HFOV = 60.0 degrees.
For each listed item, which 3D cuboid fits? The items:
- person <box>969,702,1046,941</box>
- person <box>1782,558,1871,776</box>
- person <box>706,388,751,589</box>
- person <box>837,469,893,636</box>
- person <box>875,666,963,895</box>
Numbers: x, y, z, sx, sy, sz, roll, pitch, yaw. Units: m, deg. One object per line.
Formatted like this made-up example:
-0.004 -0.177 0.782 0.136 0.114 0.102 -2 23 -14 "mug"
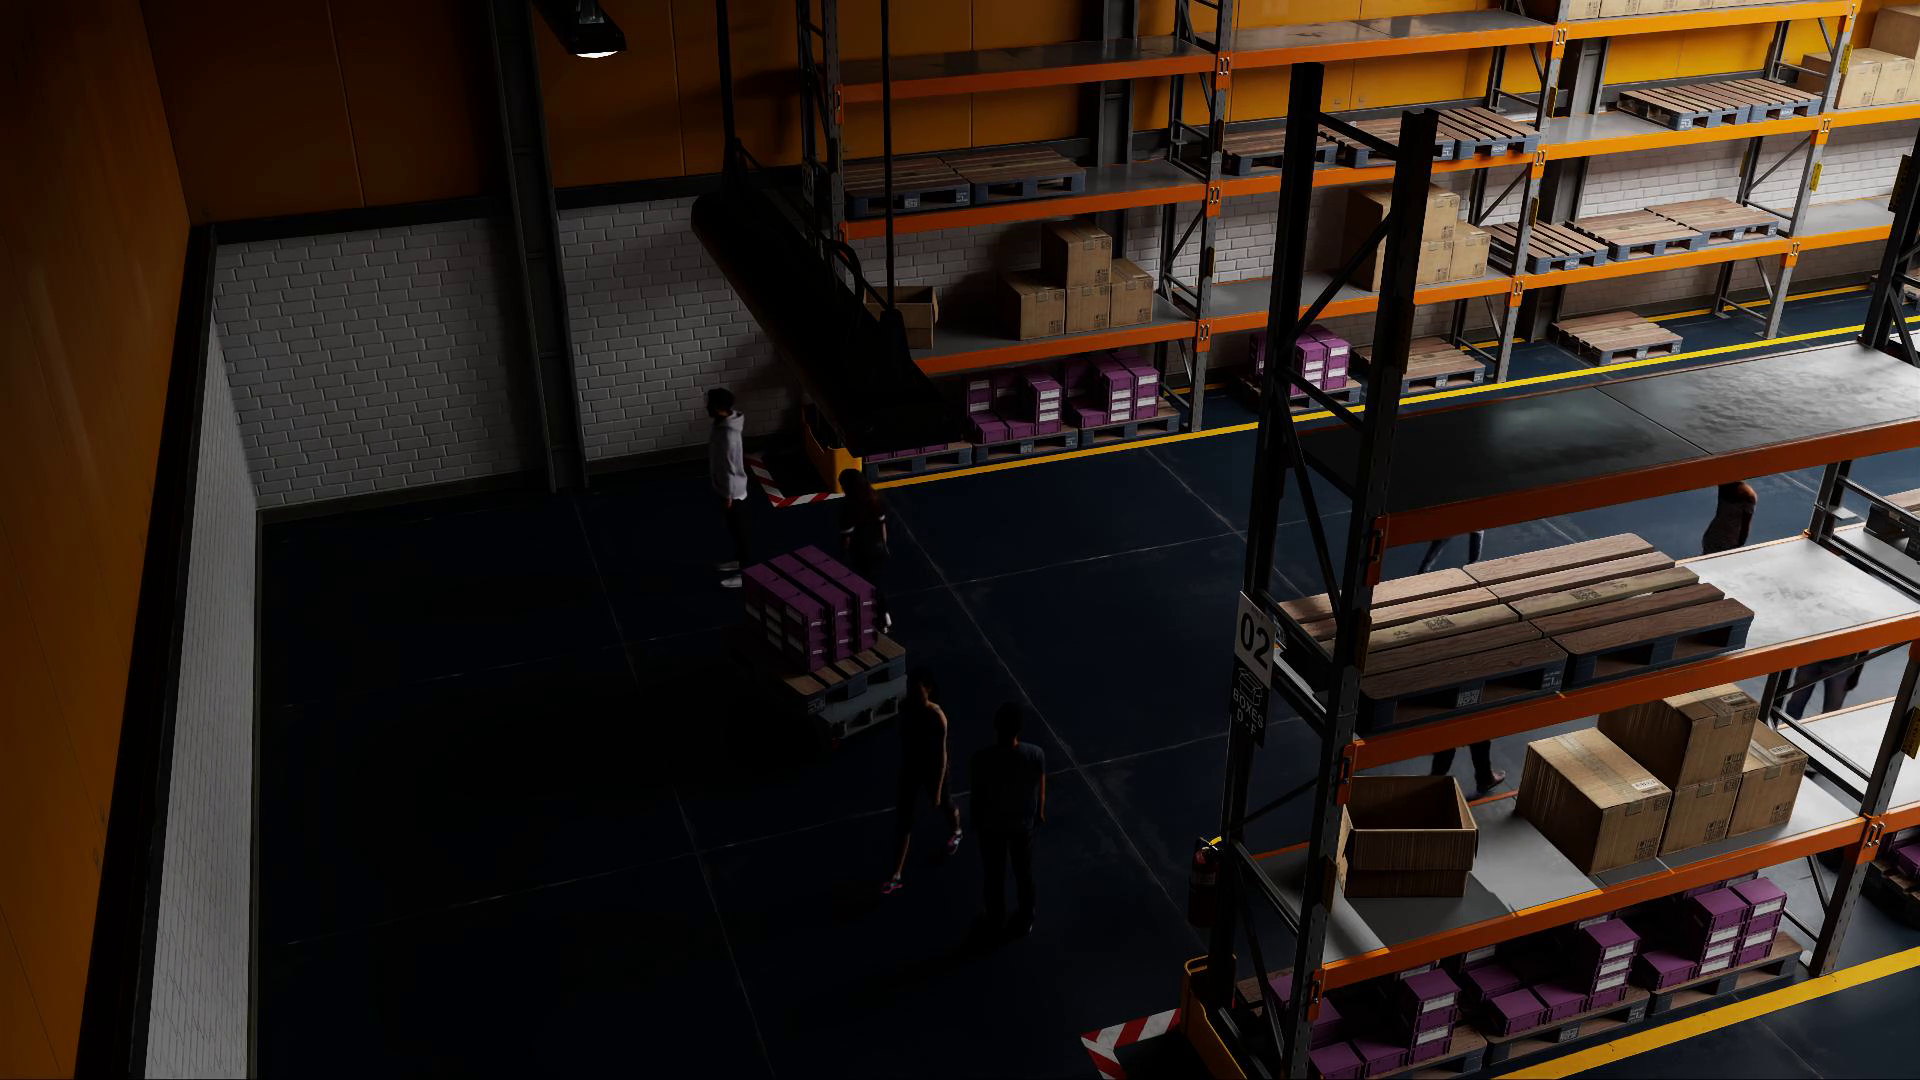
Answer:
0.315 1.838 10.885 0.538 1.810 0.752 -5 29 -9 "person"
6.568 0.903 12.556 0.660 1.852 0.708 -21 35 -33 "person"
-2.071 -0.498 15.044 0.580 1.929 0.683 -8 30 -14 "person"
-0.755 0.153 14.186 0.701 1.608 0.792 -25 37 -37 "person"
-0.174 1.581 11.494 1.053 1.678 1.201 17 33 28 "person"
